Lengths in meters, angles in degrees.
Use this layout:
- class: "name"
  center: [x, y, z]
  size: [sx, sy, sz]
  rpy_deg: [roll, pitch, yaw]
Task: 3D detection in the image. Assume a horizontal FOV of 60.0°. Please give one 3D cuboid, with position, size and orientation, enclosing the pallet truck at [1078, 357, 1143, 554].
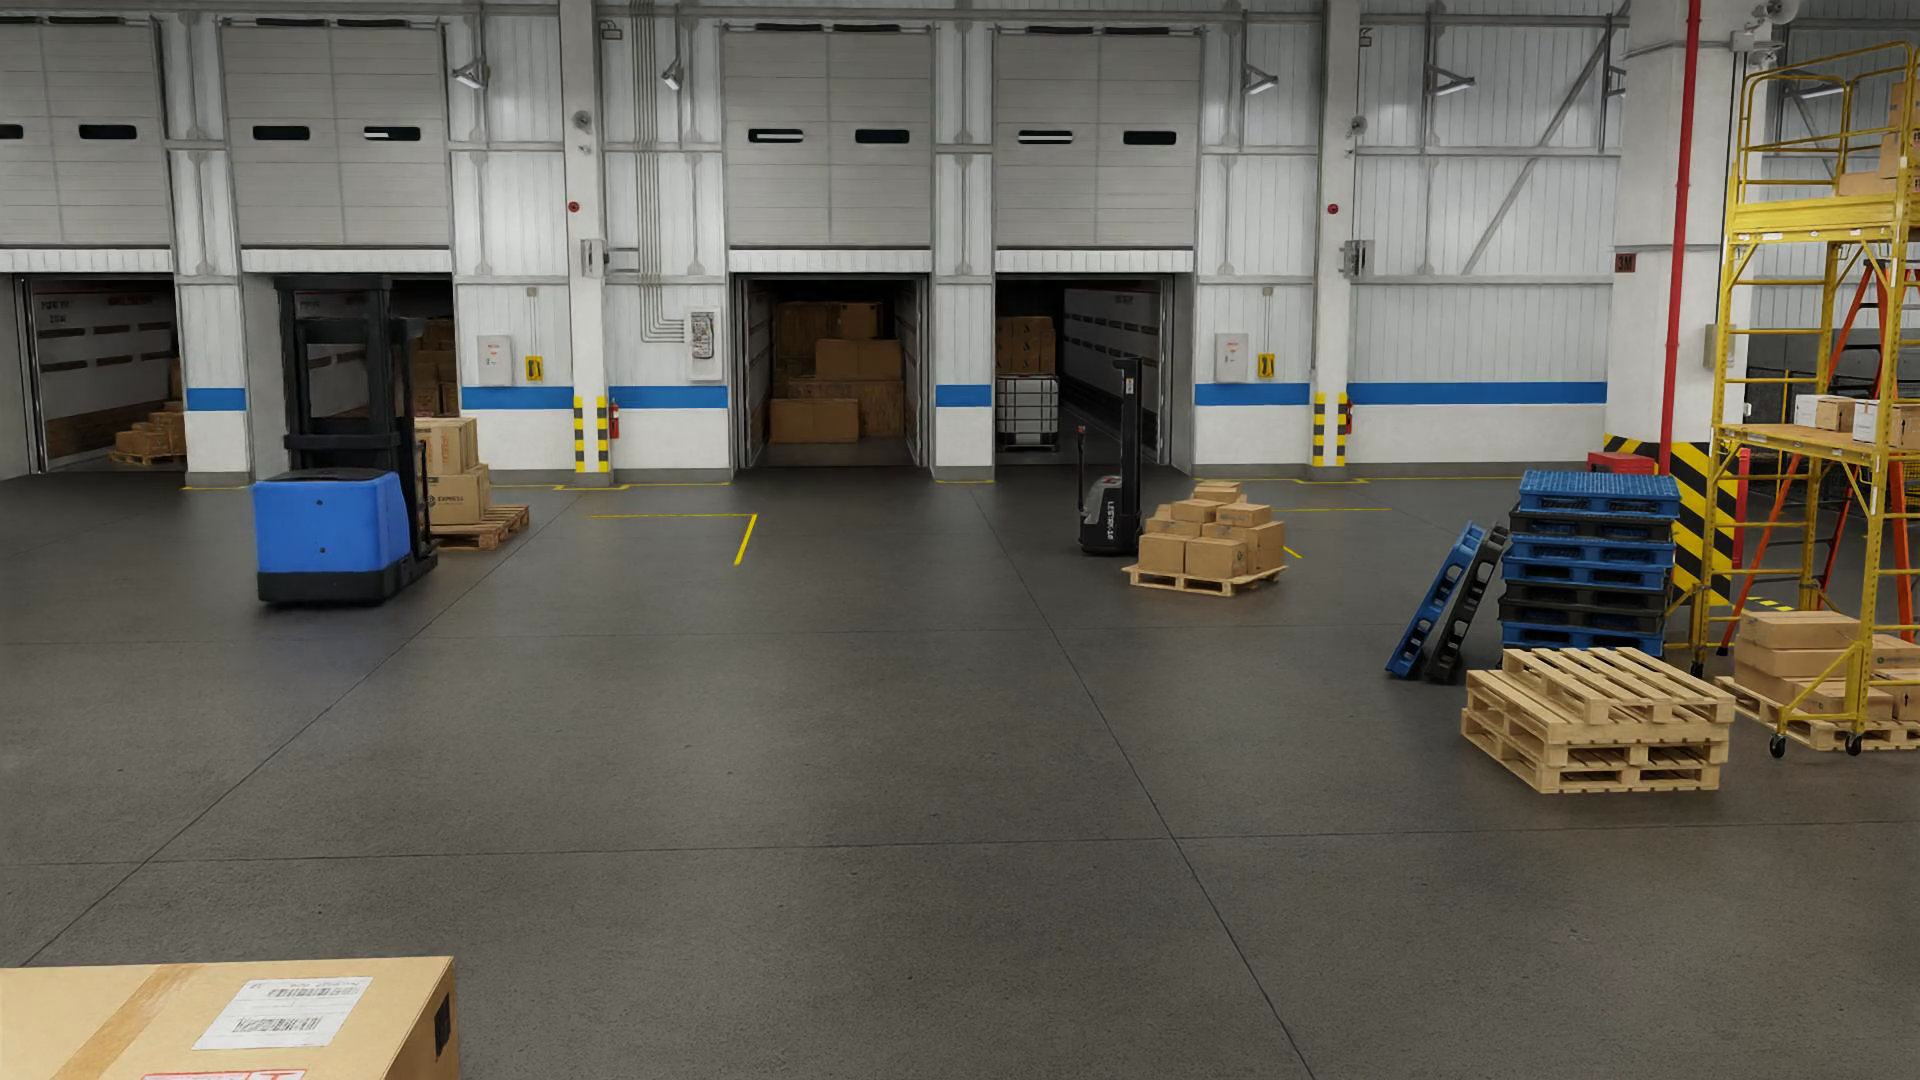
- class: "pallet truck"
  center: [2.088, -0.836, 16.757]
  size: [1.885, 1.965, 0.823]
  rpy_deg: [2, 9, 13]

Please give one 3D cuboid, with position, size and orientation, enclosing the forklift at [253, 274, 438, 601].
- class: "forklift"
  center: [-5.494, -0.962, 14.785]
  size: [1.129, 2.768, 1.873]
  rpy_deg: [-1, 9, -4]
